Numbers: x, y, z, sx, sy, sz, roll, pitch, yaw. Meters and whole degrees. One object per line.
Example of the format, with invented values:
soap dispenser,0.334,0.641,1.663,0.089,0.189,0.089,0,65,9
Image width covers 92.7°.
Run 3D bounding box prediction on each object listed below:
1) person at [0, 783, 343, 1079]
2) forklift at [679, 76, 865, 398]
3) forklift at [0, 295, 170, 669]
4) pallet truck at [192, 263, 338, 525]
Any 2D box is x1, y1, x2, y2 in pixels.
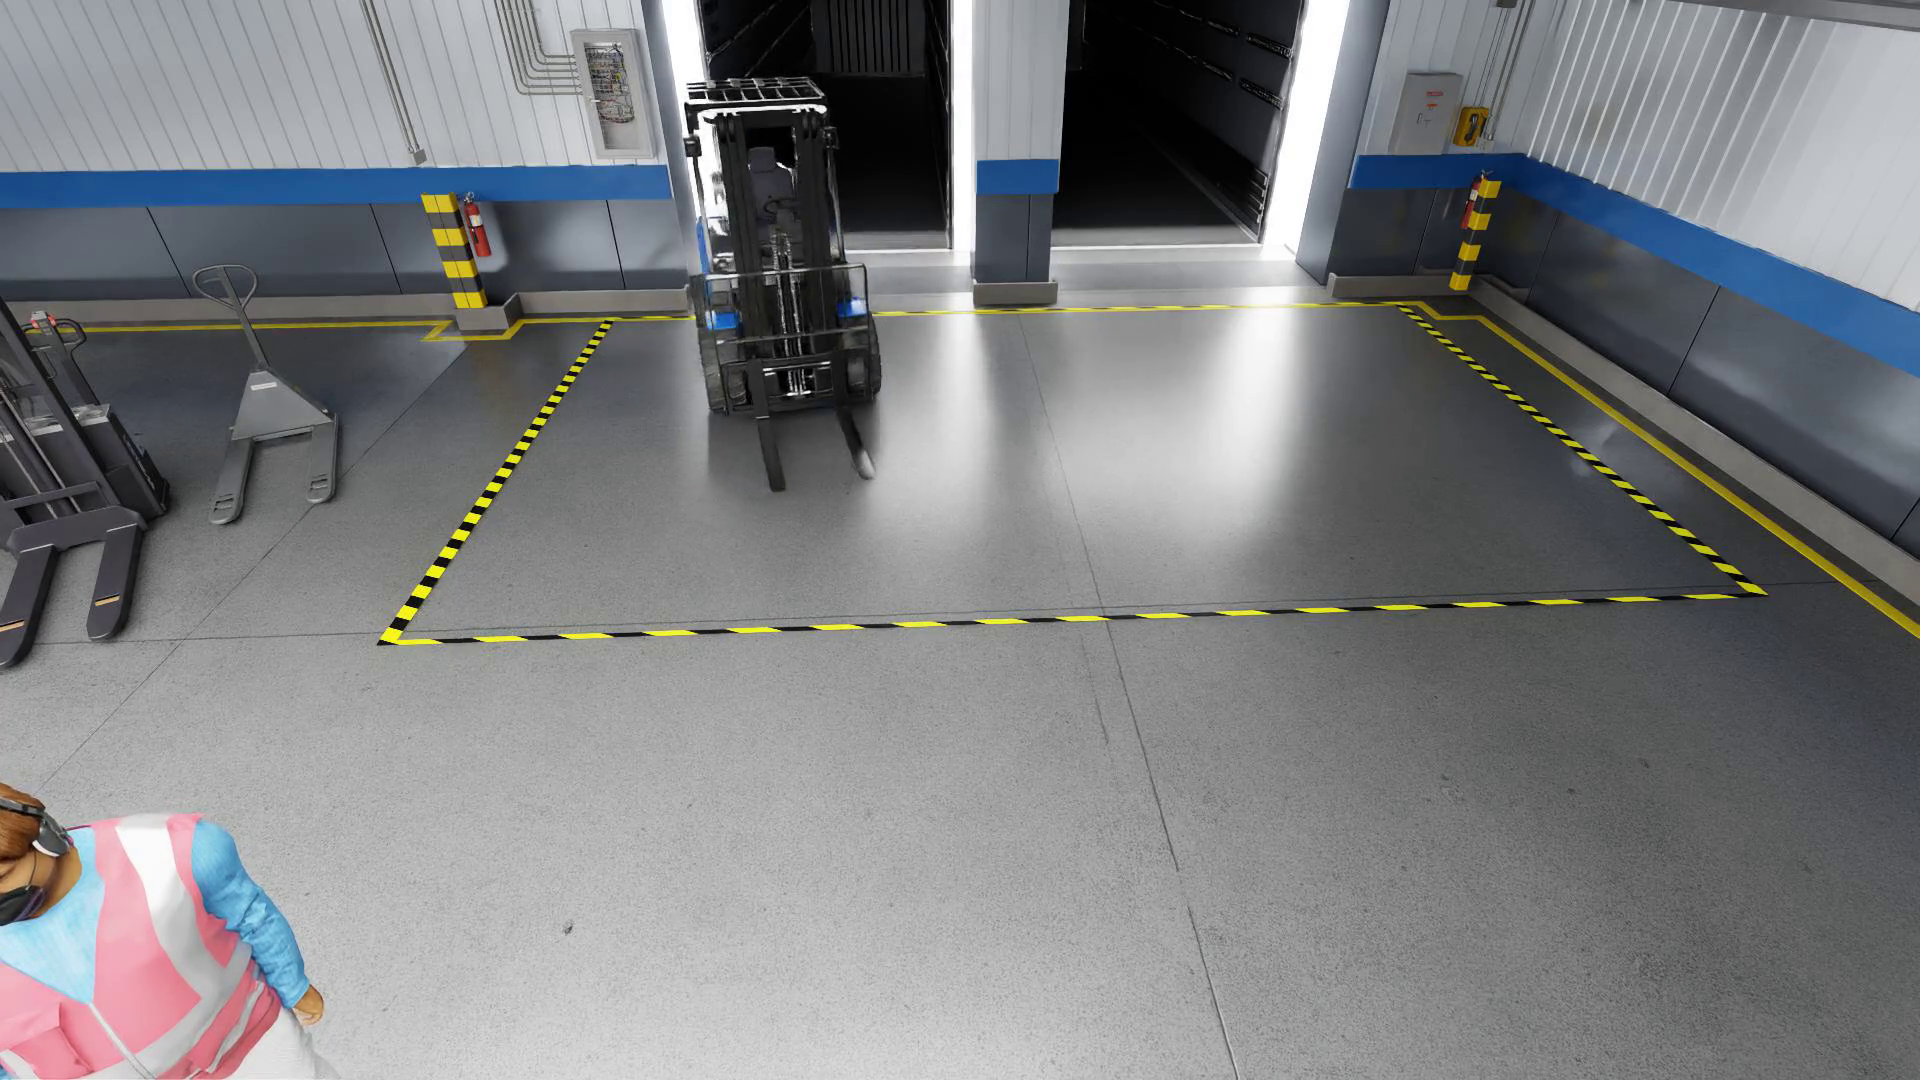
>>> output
person,-1.965,1.272,2.298,0.624,1.843,0.429,-27,43,-33
forklift,-1.533,-2.509,7.280,1.157,2.036,2.680,-9,36,-13
forklift,-5.212,-0.618,4.878,0.823,1.965,1.885,-20,39,-26
pallet truck,-4.778,-1.027,6.128,0.680,1.201,1.601,-17,38,-23
